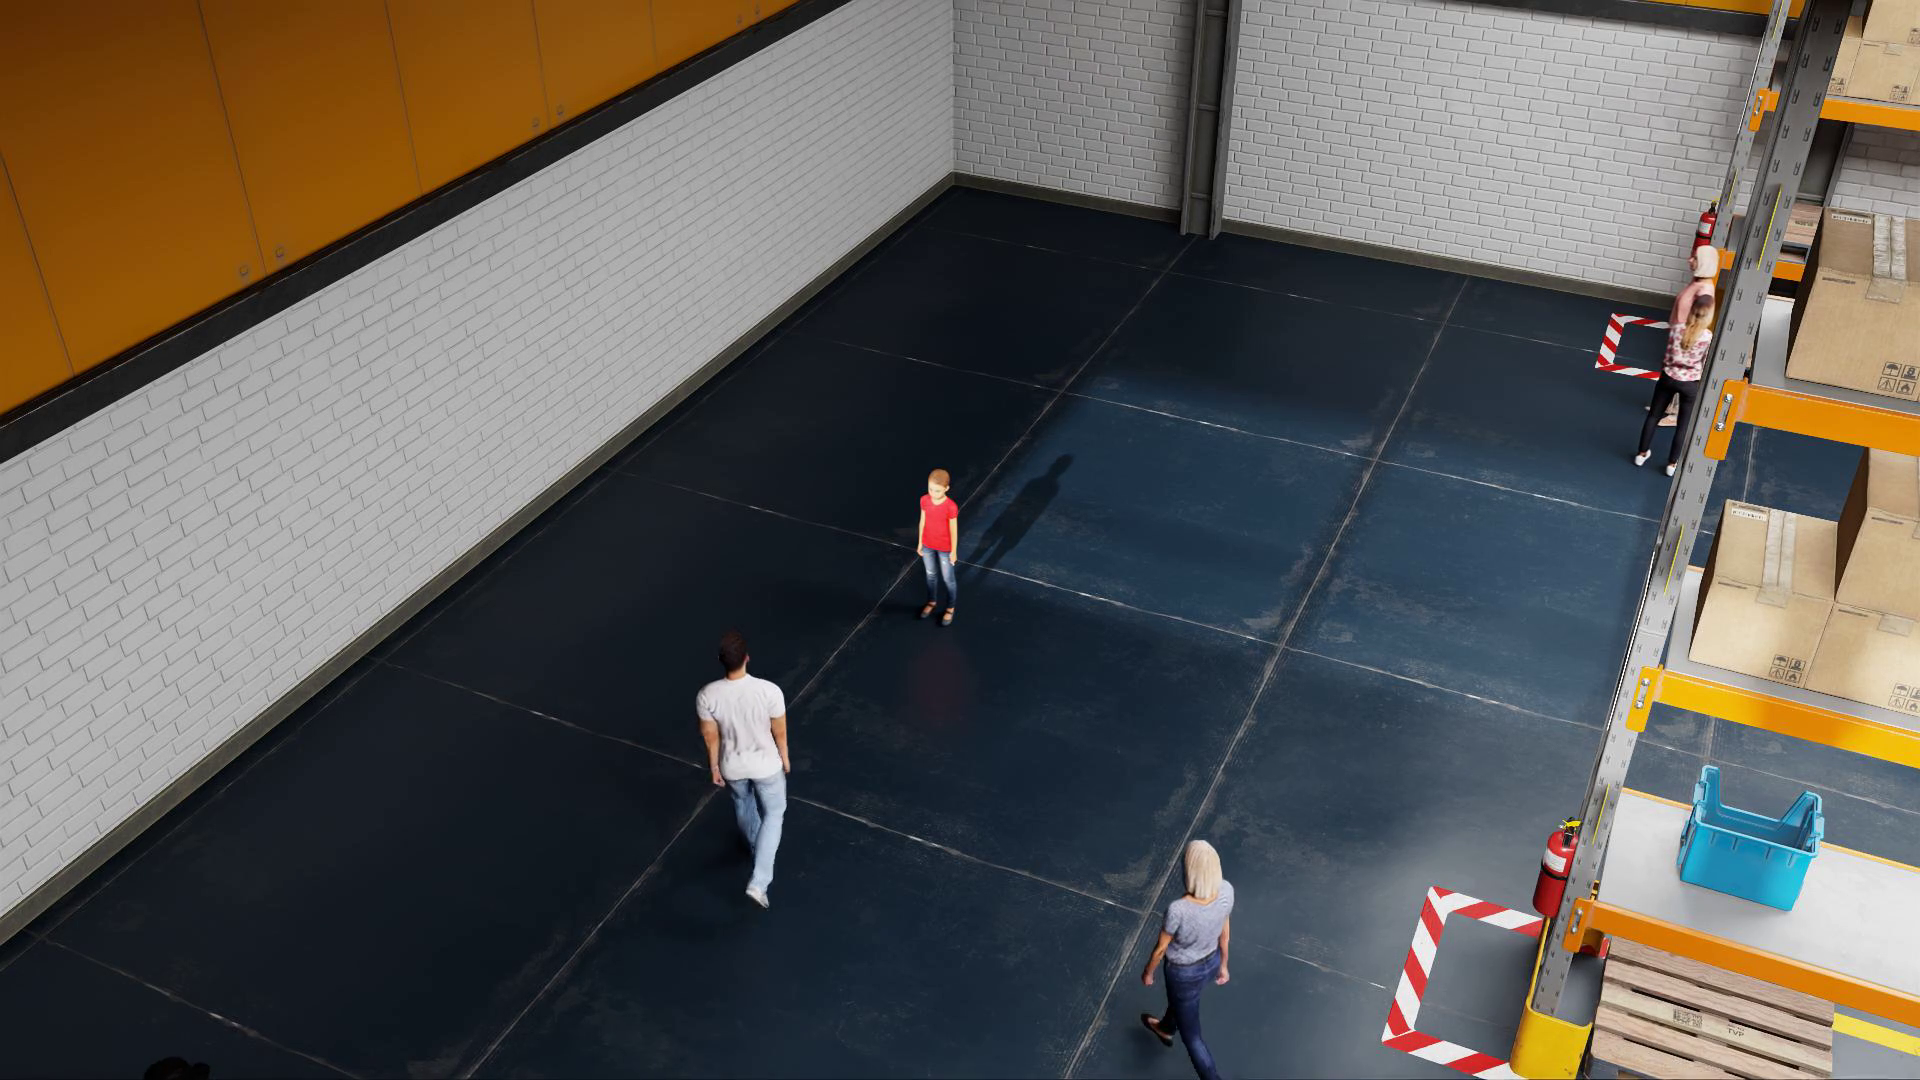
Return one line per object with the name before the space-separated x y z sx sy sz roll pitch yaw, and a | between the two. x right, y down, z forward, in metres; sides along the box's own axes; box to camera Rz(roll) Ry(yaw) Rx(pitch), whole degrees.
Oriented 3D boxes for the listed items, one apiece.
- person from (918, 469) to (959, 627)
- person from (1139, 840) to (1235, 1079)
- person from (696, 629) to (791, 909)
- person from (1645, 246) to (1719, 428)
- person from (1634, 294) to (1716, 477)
person | -0.152 0.024 12.443 0.429 1.309 0.539 17 37 24
person | 1.262 2.304 8.673 0.994 1.686 1.184 -19 38 -26
person | -1.260 1.373 9.932 1.128 1.842 0.959 3 34 5
person | 6.497 -1.824 14.847 0.605 1.725 0.649 6 34 8
person | 6.144 -1.332 14.198 0.548 1.626 0.681 28 42 35
